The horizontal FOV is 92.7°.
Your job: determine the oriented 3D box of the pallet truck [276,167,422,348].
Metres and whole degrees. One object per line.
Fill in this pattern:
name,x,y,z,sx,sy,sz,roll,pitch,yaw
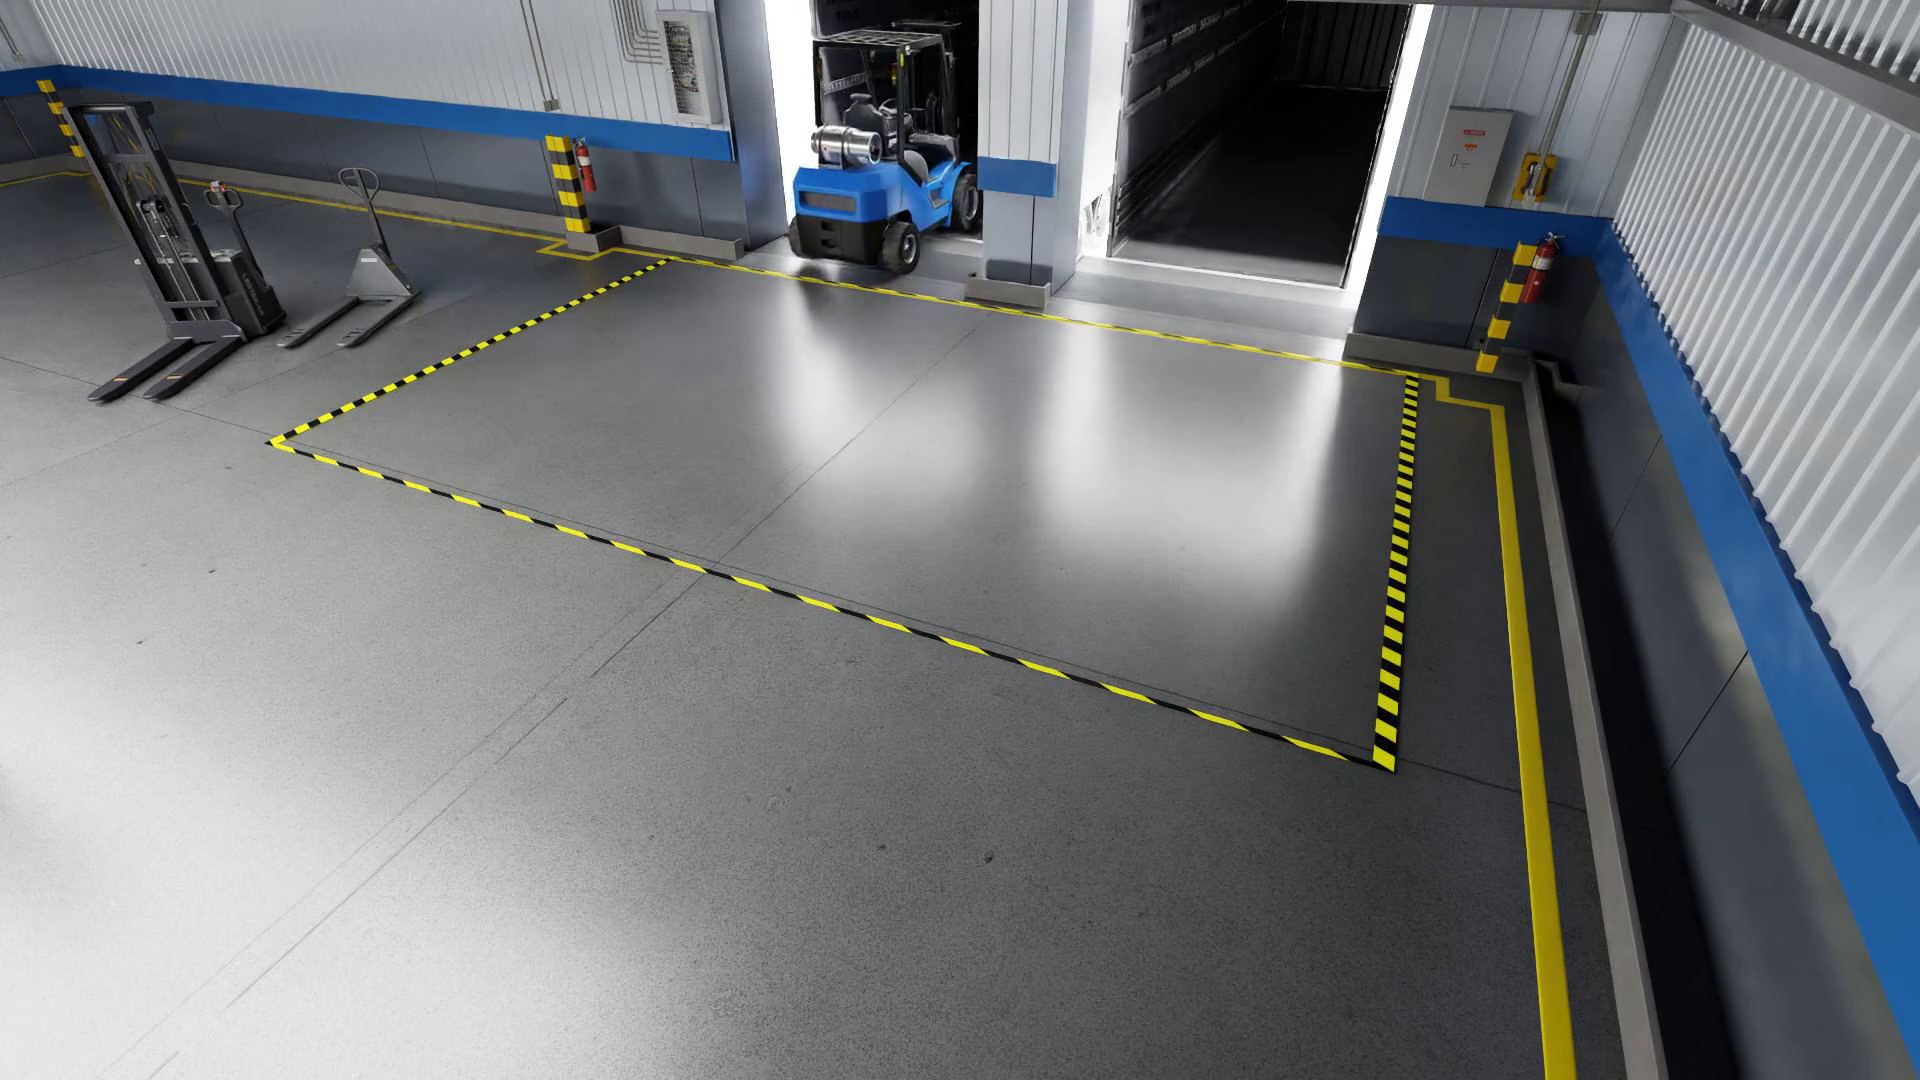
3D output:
pallet truck,-5.732,-2.611,8.414,0.680,1.201,1.601,-1,35,-1

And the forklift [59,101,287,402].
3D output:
forklift,-6.686,-2.387,7.434,0.823,1.965,1.885,-3,35,-5

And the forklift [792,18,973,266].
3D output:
forklift,-0.780,-4.397,9.970,1.157,2.036,2.680,15,38,20
